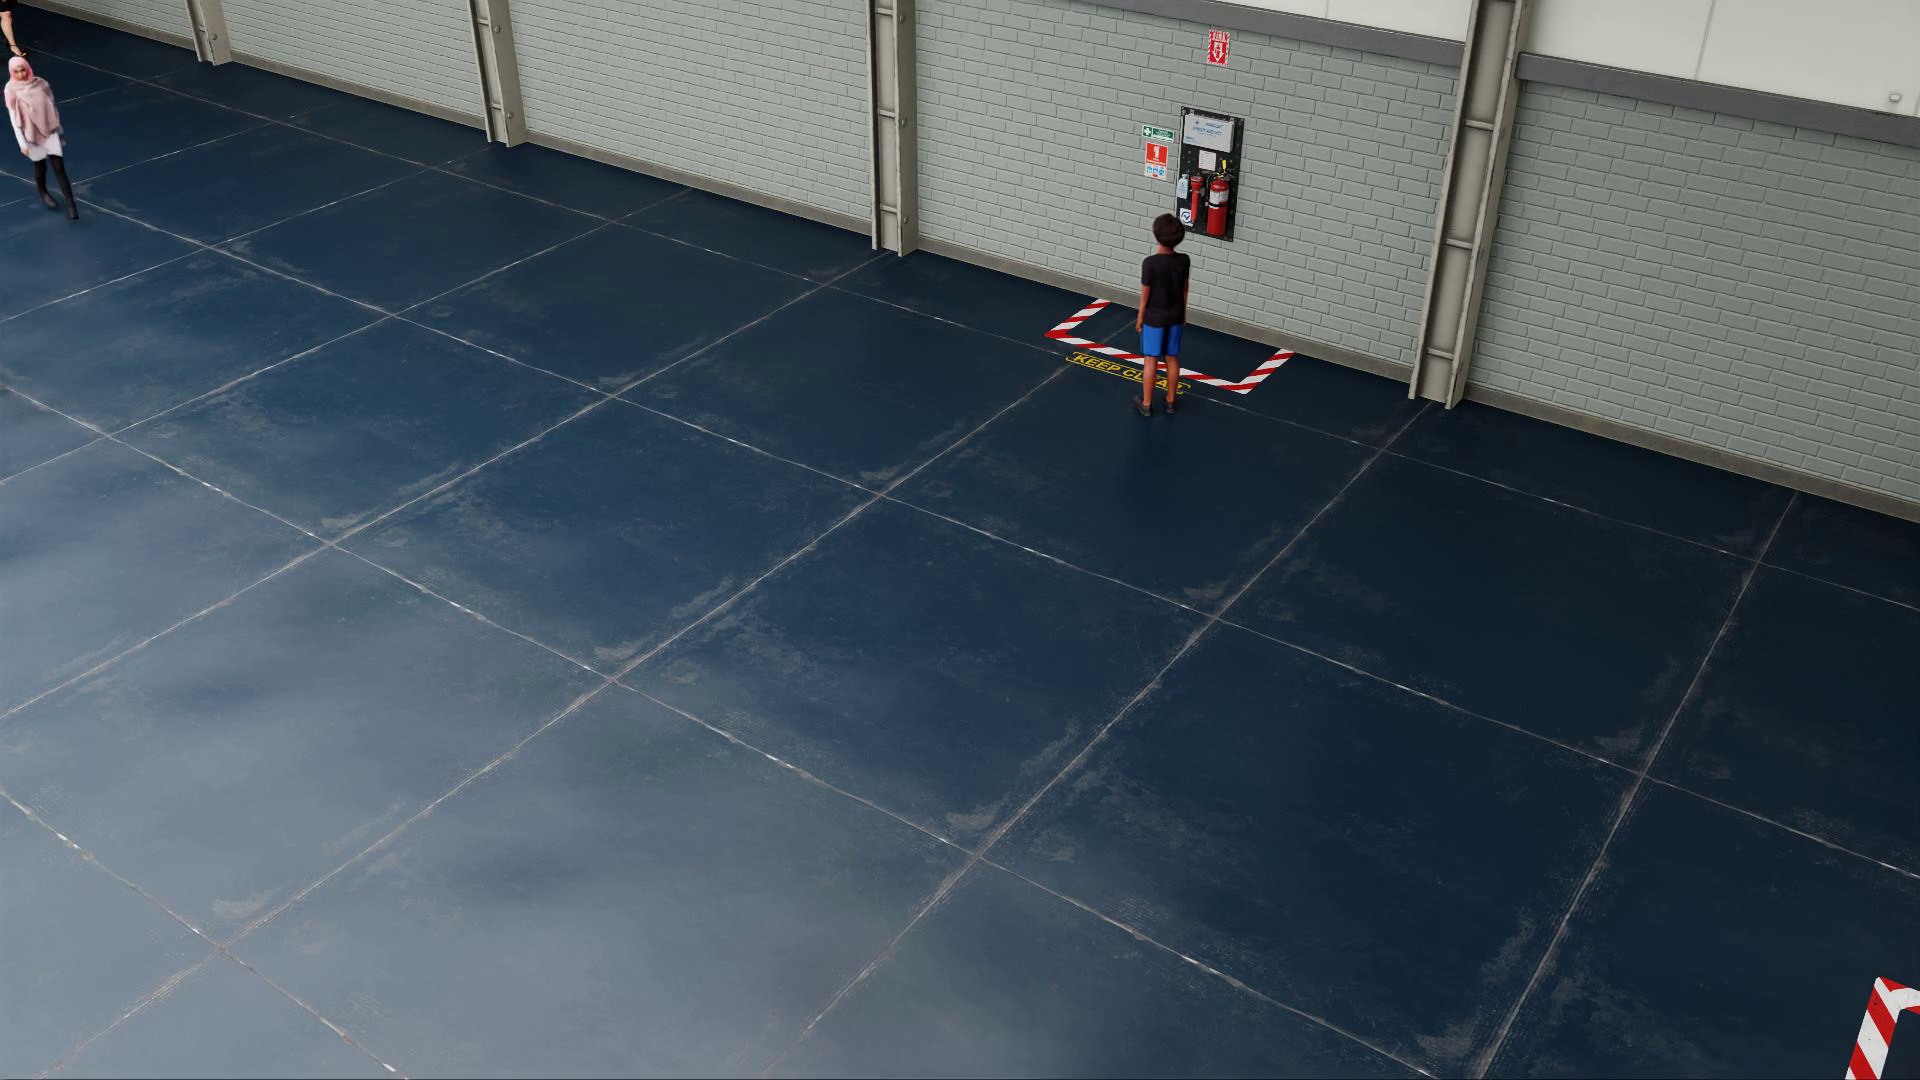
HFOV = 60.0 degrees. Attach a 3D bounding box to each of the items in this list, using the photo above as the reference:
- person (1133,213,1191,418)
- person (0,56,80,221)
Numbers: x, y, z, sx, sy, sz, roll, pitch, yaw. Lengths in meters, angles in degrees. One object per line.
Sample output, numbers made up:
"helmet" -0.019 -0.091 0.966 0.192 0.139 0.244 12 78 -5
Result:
"person" 1.723 -1.894 14.074 0.703 1.798 0.747 -9 33 -13
"person" -9.998 -4.360 18.027 1.289 1.752 0.878 28 42 37
